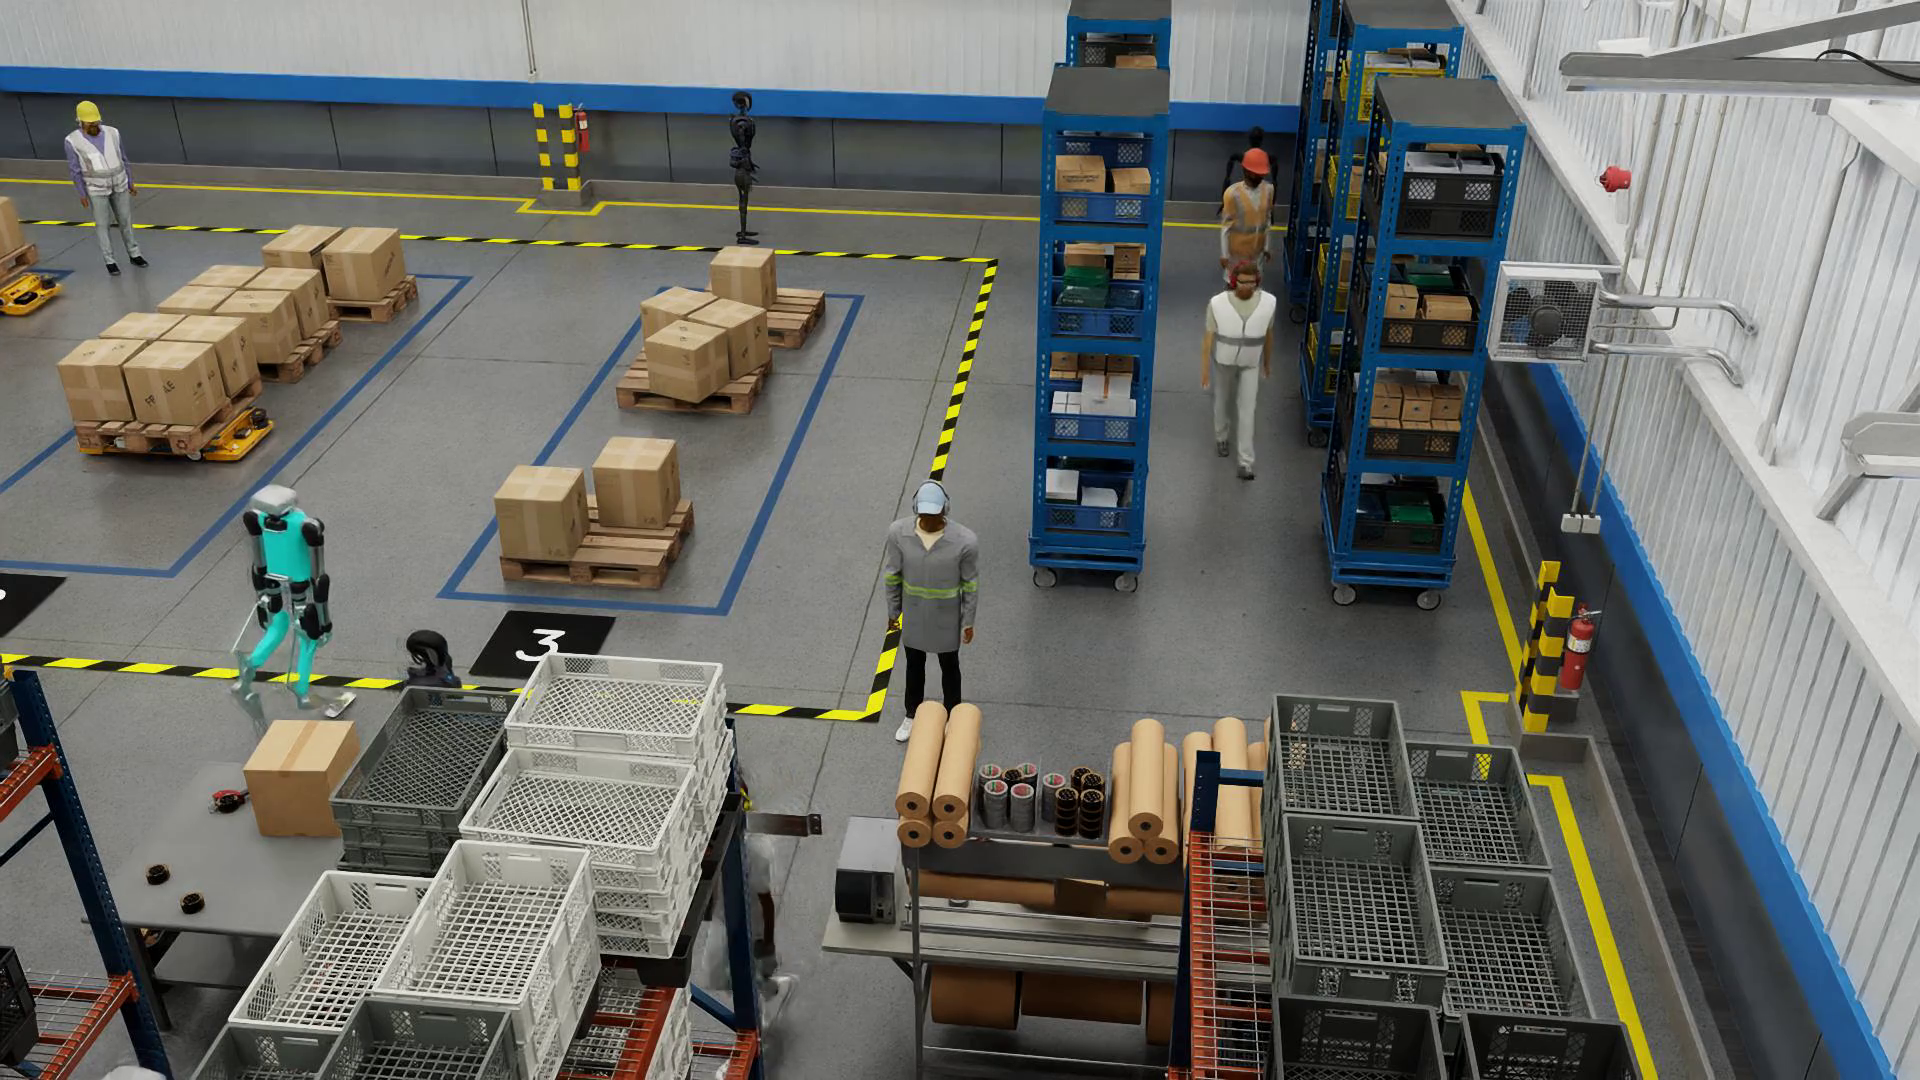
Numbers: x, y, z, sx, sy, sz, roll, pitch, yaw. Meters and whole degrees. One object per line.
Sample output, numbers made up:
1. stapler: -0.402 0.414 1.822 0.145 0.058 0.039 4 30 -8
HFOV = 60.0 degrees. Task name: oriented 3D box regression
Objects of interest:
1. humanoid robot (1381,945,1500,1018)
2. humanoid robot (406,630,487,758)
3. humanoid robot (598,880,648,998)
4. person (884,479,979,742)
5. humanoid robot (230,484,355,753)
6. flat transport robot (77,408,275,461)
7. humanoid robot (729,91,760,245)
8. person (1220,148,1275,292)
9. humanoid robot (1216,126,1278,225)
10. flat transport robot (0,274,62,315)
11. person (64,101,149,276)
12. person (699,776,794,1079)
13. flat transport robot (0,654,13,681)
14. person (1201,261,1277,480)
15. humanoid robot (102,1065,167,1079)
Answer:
1. humanoid robot: 2.125 2.157 7.563 0.609 1.642 0.366 21 36 31
2. humanoid robot: -2.794 1.184 9.251 0.632 1.643 0.595 0 30 0
3. humanoid robot: -1.765 1.621 8.474 0.315 1.657 0.599 -23 37 -34
4. person: -0.183 0.458 10.312 0.591 1.852 0.369 6 31 10
5. humanoid robot: -4.234 0.594 10.261 0.537 1.769 1.047 9 31 15
6. flat transport robot: -6.728 -0.944 14.268 1.431 0.197 0.652 3 30 6
7. humanoid robot: -2.373 -4.122 18.336 0.315 1.659 0.599 -2 30 -3
8. person: 2.728 -2.769 15.775 0.550 1.932 0.376 -14 33 -22
9. humanoid robot: 2.963 -3.449 17.209 0.601 1.640 0.571 3 30 5
10. flat transport robot: -10.076 -2.552 17.029 1.431 0.197 0.652 3 30 6
11. person: -8.980 -3.713 17.499 0.404 1.827 0.598 24 38 35
12. person: -1.049 1.814 7.992 0.582 1.842 0.482 24 38 35
13. flat transport robot: -7.142 0.969 11.010 1.431 0.231 0.659 3 30 6
14. person: 2.263 -1.390 13.528 0.593 1.792 0.966 0 30 0
15. humanoid robot: -3.069 2.637 6.703 0.552 1.740 1.043 4 30 6
